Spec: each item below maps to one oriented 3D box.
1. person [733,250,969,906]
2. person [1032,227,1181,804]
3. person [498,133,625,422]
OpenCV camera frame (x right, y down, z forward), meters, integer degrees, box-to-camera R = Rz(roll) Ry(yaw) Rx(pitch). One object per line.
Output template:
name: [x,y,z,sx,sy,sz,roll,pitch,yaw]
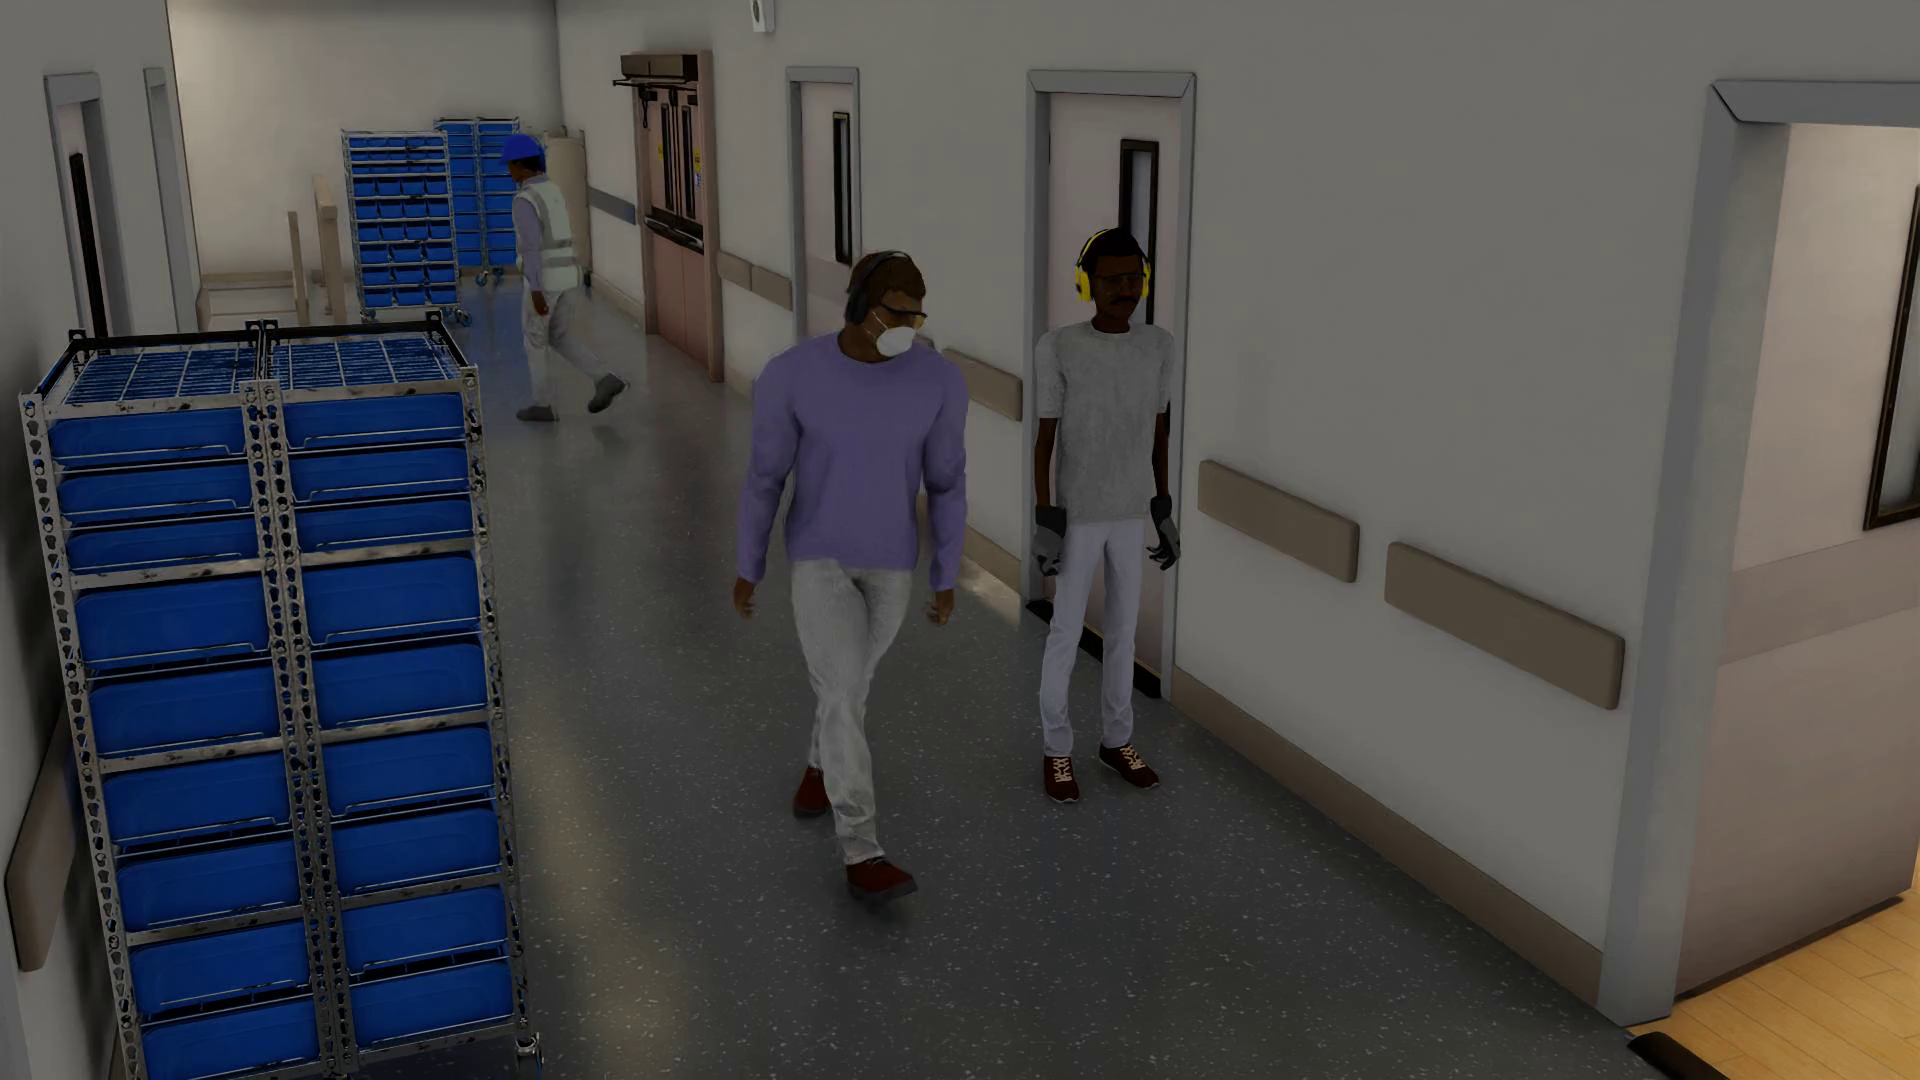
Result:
person: [-0.322,0.068,4.951,0.692,1.866,1.047,-5,17,-17]
person: [0.480,-0.072,5.409,0.519,1.873,0.328,-6,17,-20]
person: [-2.685,-1.728,11.067,0.723,1.912,0.629,4,17,15]
